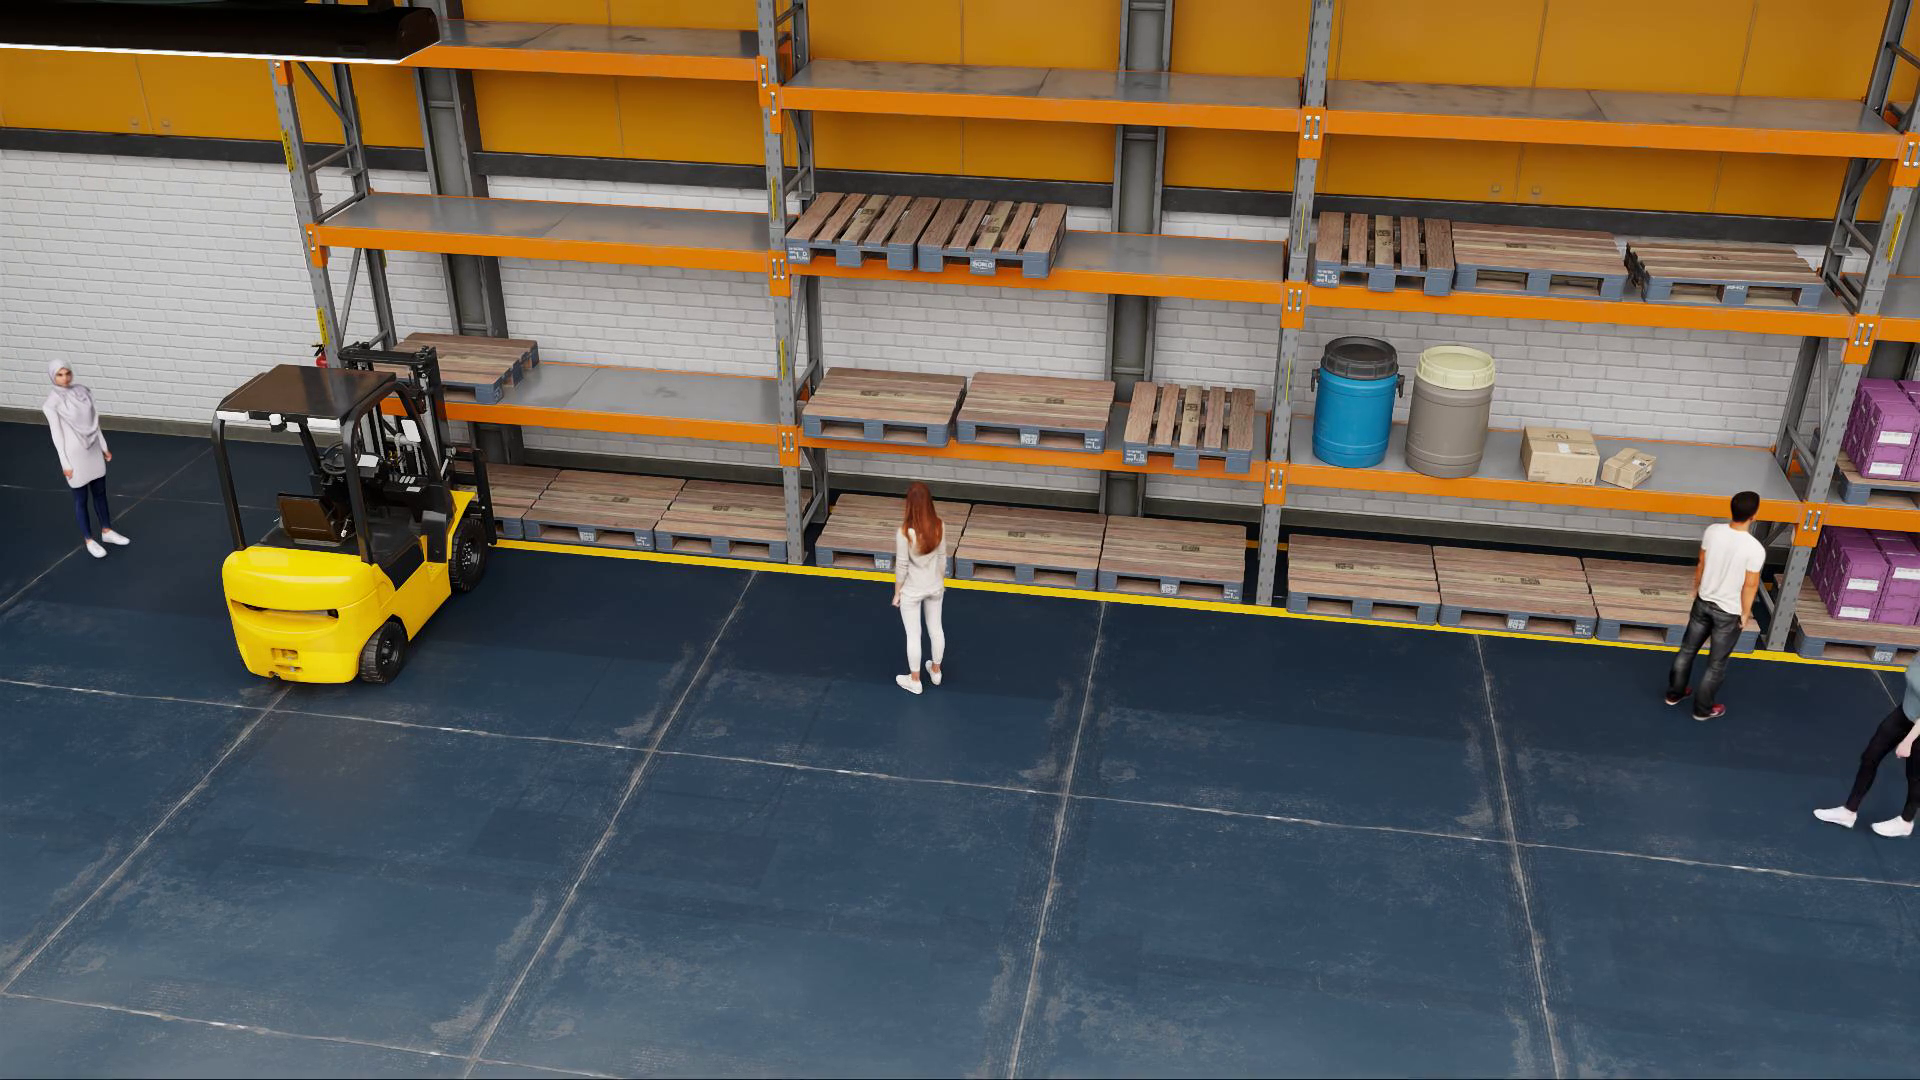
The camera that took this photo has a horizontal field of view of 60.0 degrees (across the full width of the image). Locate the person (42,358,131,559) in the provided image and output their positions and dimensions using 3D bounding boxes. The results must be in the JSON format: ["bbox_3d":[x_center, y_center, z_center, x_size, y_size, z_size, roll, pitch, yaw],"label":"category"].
[{"bbox_3d":[-7.517,-0.723,14.235,0.630,1.776,0.665,13,31,23],"label":"person"}]

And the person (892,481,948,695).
[{"bbox_3d":[-0.283,0.352,12.332,0.683,1.713,0.755,-16,32,-27],"label":"person"}]

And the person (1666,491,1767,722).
[{"bbox_3d":[5.487,0.461,12.039,0.745,1.801,0.692,-18,33,-30],"label":"person"}]

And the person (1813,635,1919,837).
[{"bbox_3d":[6.239,1.225,10.717,0.863,1.724,0.650,3,29,5],"label":"person"}]
